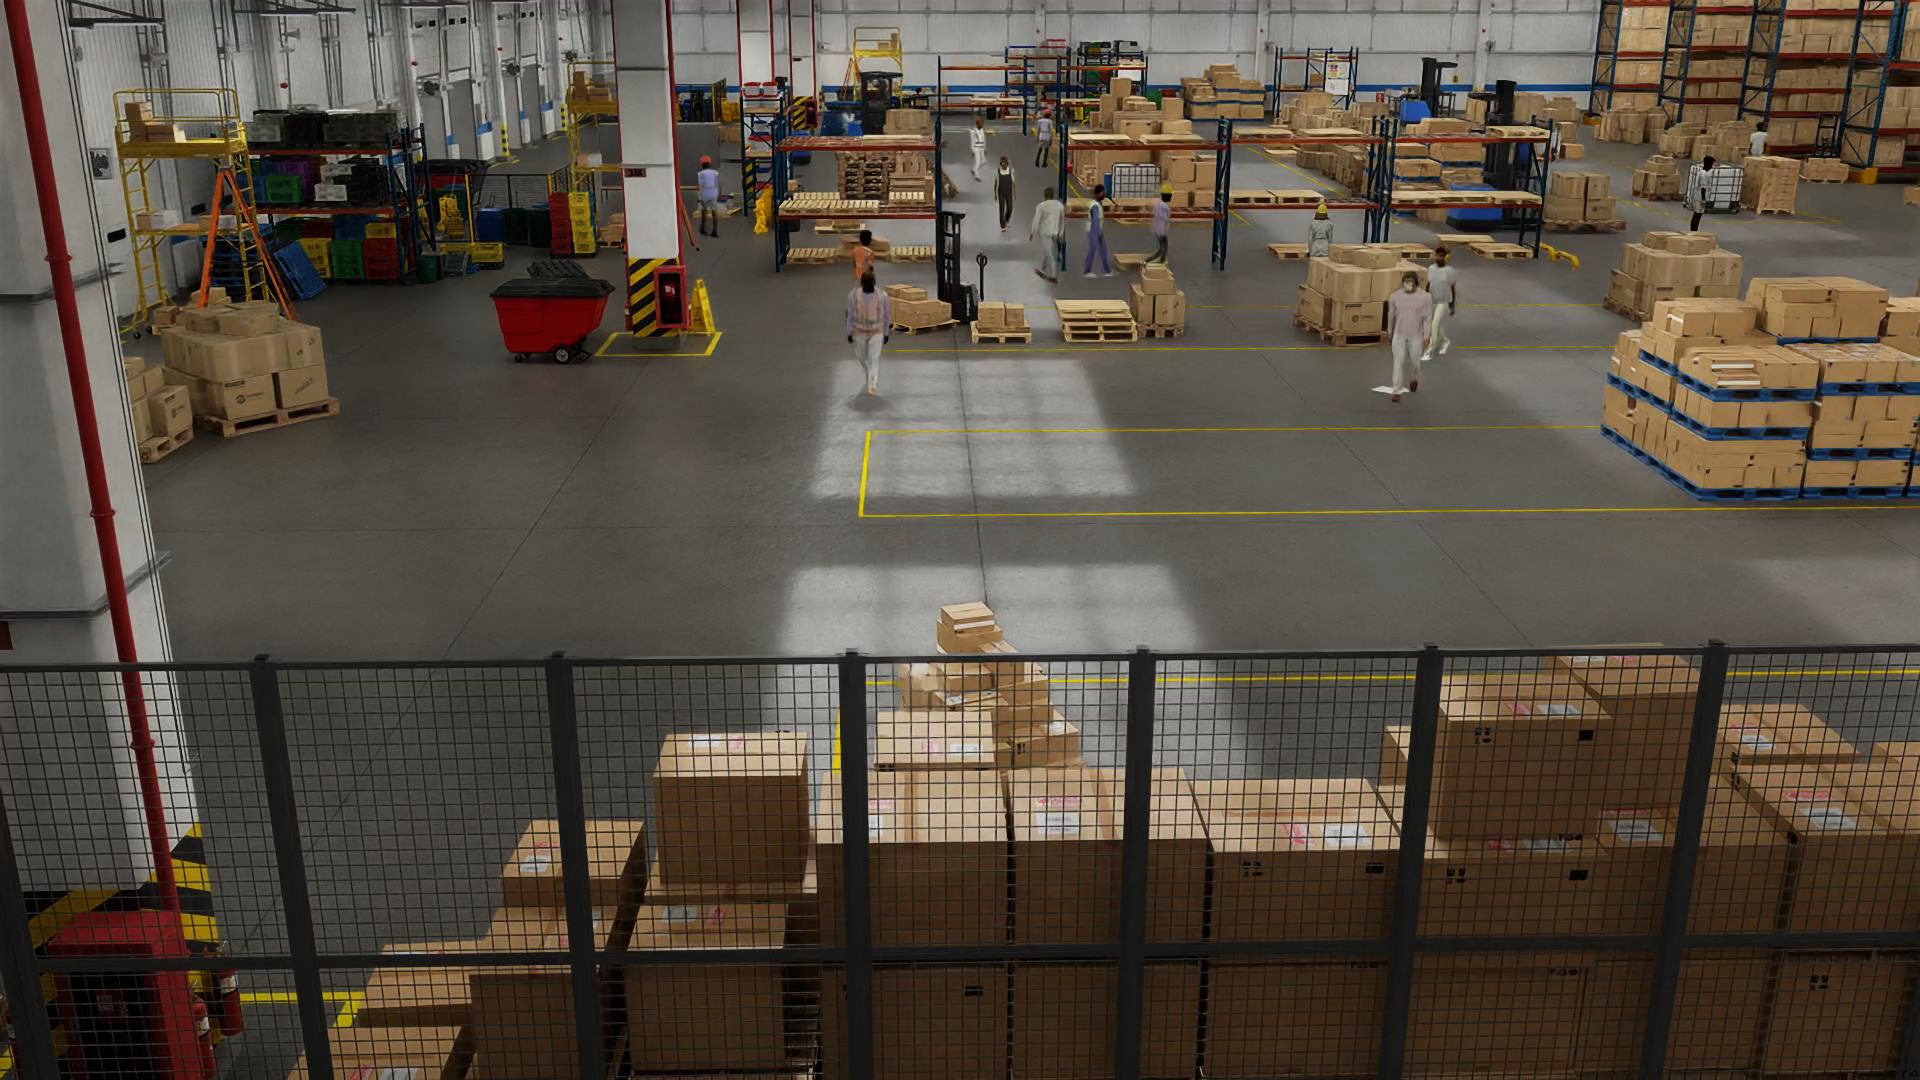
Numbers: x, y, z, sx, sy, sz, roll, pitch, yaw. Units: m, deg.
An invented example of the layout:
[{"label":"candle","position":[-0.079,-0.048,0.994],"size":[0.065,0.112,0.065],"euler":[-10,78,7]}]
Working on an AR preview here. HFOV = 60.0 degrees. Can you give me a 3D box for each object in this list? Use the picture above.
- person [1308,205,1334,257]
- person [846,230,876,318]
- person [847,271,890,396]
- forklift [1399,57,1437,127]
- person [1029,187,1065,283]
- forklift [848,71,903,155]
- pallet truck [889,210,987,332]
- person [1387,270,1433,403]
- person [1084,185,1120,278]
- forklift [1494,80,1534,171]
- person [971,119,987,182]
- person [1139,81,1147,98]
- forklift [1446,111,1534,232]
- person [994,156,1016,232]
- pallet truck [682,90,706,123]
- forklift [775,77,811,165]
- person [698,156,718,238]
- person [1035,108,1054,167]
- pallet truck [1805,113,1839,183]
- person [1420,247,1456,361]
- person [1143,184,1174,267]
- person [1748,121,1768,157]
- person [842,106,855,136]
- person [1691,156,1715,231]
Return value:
[{"label":"person","position":[6.997,-5.641,32.359],"size":[0.486,1.744,0.294],"euler":[1,19,3]},{"label":"person","position":[-1.747,-4.667,29.562],"size":[0.533,1.675,0.609],"euler":[15,24,37]},{"label":"person","position":[-1.351,-3.104,24.711],"size":[0.637,1.822,0.748],"euler":[1,19,4]},{"label":"forklift","position":[19.294,-18.500,68.754],"size":[1.873,2.768,1.129],"euler":[-1,19,-1]},{"label":"person","position":[1.754,-6.227,33.866],"size":[0.651,1.891,1.008],"euler":[-13,22,-33]},{"label":"forklift","position":[-3.026,-14.993,58.349],"size":[1.129,2.768,1.873],"euler":[-14,23,-37]},{"label":"pallet truck","position":[-0.493,-4.759,29.349],"size":[1.885,1.965,0.823],"euler":[-13,23,-34]},{"label":"person","position":[6.526,-2.989,24.213],"size":[0.635,1.922,0.756],"euler":[8,20,22]},{"label":"person","position":[2.944,-6.323,34.138],"size":[0.818,1.892,0.614],"euler":[5,19,14]},{"label":"forklift","position":[17.343,-13.254,53.190],"size":[1.873,2.768,1.129],"euler":[-1,19,-1]},{"label":"person","position":[0.529,-11.879,50.658],"size":[0.500,1.872,0.613],"euler":[12,22,32]},{"label":"person","position":[7.663,-18.245,69.535],"size":[0.399,1.896,0.684],"euler":[4,19,11]},{"label":"forklift","position":[13.030,-8.996,40.557],"size":[1.873,2.768,1.129],"euler":[-1,19,-2]},{"label":"person","position":[1.099,-8.433,40.505],"size":[0.549,1.830,0.460],"euler":[-1,19,-4]},{"label":"pallet truck","position":[-9.671,-15.907,62.421],"size":[0.823,1.965,1.885],"euler":[5,19,15]},{"label":"forklift","position":[-5.920,-13.893,55.085],"size":[1.873,2.768,1.129],"euler":[-1,19,-1]},{"label":"person","position":[-6.048,-8.227,39.803],"size":[0.547,1.883,0.964],"euler":[-9,21,-26]},{"label":"person","position":[2.759,-13.097,54.240],"size":[0.586,1.895,0.776],"euler":[8,20,22]},{"label":"pallet truck","position":[26.403,-11.957,50.702],"size":[0.823,1.965,1.885],"euler":[6,19,16]},{"label":"person","position":[7.781,-3.858,26.946],"size":[0.909,1.835,0.525],"euler":[-16,24,-38]},{"label":"person","position":[4.122,-6.356,34.230],"size":[0.524,1.912,0.593],"euler":[1,19,3]},{"label":"person","position":[23.922,-11.607,49.892],"size":[0.523,1.856,0.703],"euler":[4,19,13]},{"label":"person","position":[-3.970,-14.669,59.373],"size":[0.519,1.591,0.851],"euler":[-7,20,-20]},{"label":"person","position":[17.463,-8.045,39.155],"size":[0.377,1.959,0.603],"euler":[4,19,12]}]
